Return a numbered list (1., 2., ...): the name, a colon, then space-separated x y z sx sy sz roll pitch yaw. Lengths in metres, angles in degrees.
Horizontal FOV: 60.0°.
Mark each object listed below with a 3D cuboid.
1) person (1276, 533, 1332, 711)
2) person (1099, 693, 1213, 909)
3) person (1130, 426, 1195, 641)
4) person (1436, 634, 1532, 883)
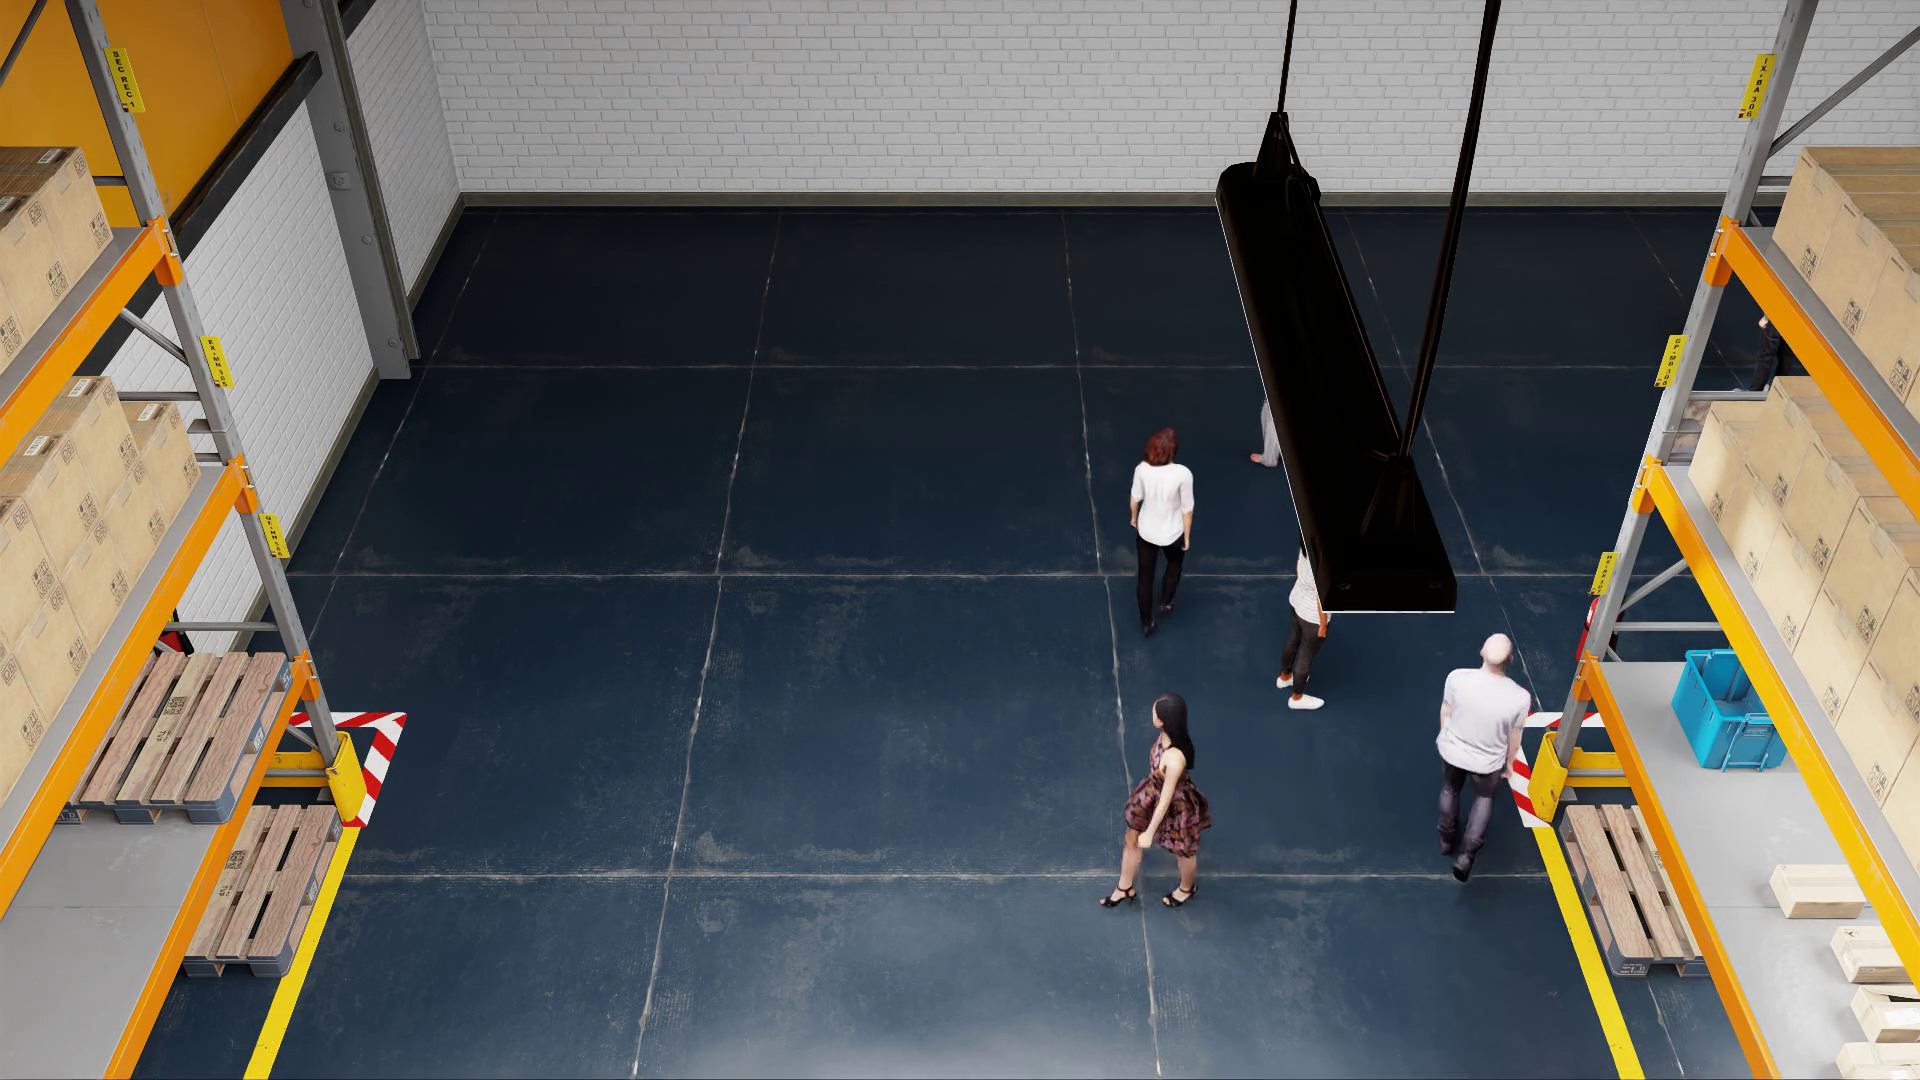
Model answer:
1. person: 2.397 0.460 11.429 0.670 1.648 0.526 -7 39 -9
2. person: 1.327 1.591 9.928 0.758 1.753 0.846 -6 39 -7
3. person: 1.402 0.021 11.874 0.738 1.779 0.790 12 40 15
4. person: 3.109 1.358 10.170 0.879 1.815 1.029 16 41 19
